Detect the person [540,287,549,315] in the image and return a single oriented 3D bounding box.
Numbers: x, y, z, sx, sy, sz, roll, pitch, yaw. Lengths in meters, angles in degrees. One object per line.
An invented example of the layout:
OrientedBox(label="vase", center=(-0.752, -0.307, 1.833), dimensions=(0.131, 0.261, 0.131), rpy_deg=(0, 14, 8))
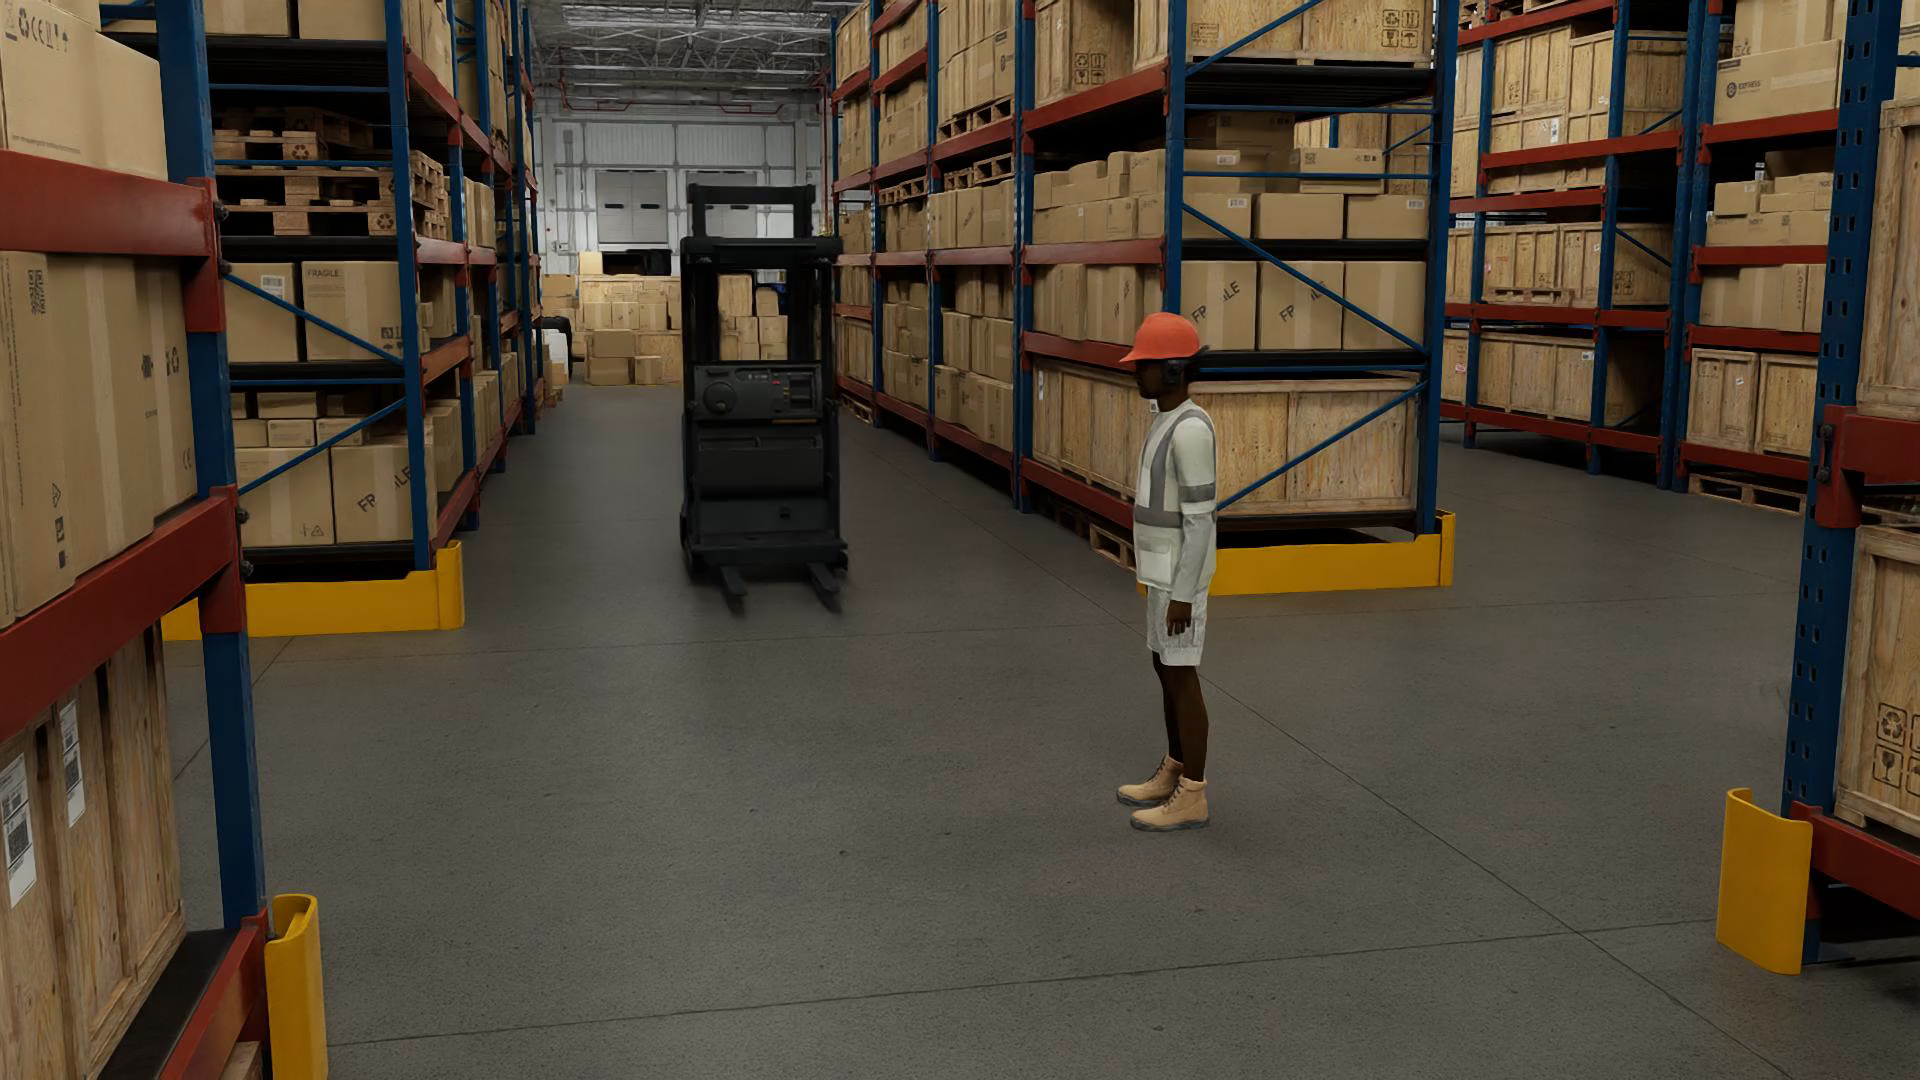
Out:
OrientedBox(label="person", center=(-13.595, -7.533, 54.639), dimensions=(0.845, 1.600, 0.521), rpy_deg=(-5, 10, -27))

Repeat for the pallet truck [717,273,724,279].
OrientedBox(label="pallet truck", center=(-8.580, -8.986, 62.280), dimensions=(1.885, 1.965, 0.823), rpy_deg=(1, 9, 5))

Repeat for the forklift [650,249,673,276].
OrientedBox(label="forklift", center=(-9.860, -8.261, 55.178), dimensions=(1.873, 2.768, 1.129), rpy_deg=(3, 10, 19))

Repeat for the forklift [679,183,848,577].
OrientedBox(label="forklift", center=(-1.548, -1.261, 12.509), dimensions=(1.129, 2.768, 1.873), rpy_deg=(-2, 10, -12))

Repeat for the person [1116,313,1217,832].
OrientedBox(label="person", center=(0.810, 0.130, 6.576), dimensions=(0.390, 2.041, 0.614), rpy_deg=(0, 9, -3))
